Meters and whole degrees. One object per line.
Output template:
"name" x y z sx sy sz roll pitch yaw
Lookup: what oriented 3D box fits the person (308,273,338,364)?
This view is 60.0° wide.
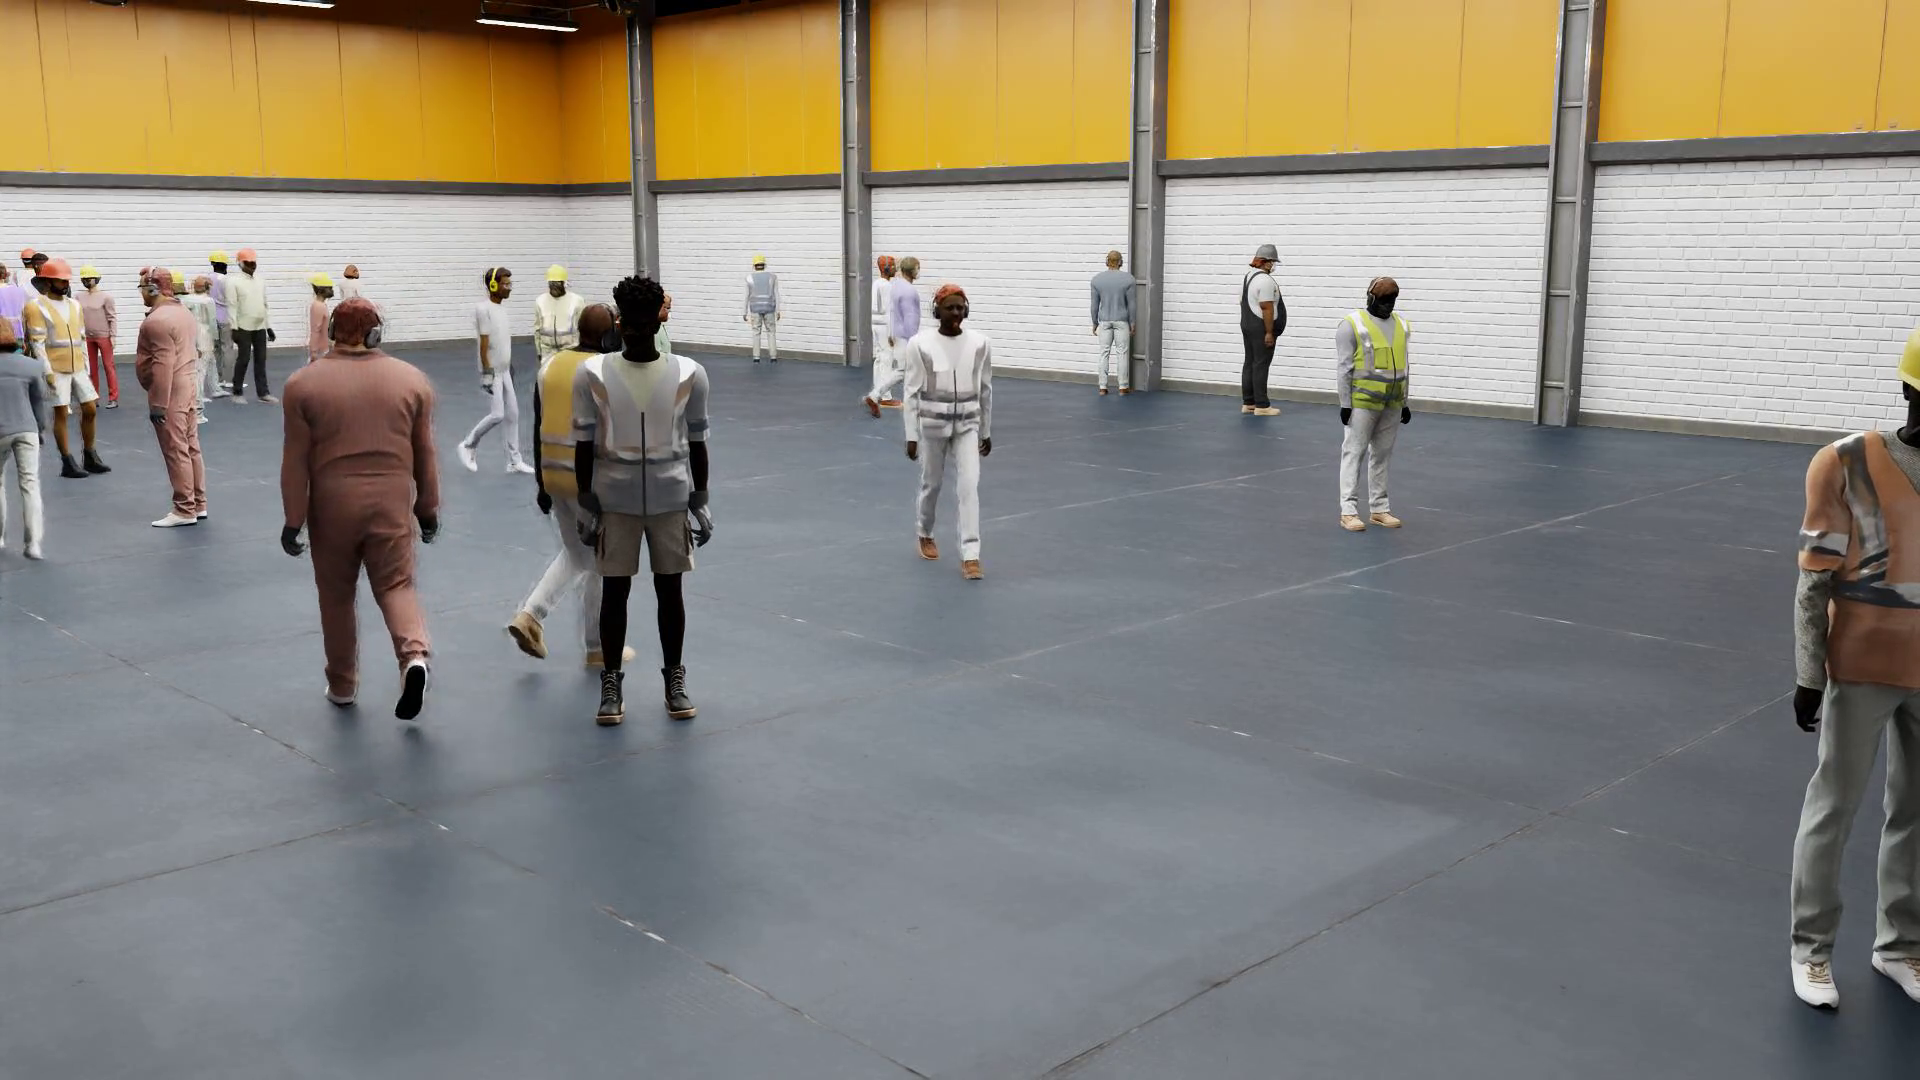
"person" -7.117 -2.124 18.612 0.936 1.710 0.534 -4 11 -21

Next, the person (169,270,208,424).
"person" -8.836 -2.177 18.827 0.483 1.745 0.306 -3 11 -15

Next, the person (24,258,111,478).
"person" -7.885 -1.507 14.664 0.423 1.932 0.565 5 11 25

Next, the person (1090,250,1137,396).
"person" 2.051 -2.890 22.199 0.628 1.935 0.373 3 11 17

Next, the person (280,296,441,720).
"person" -2.626 -0.135 7.347 0.685 1.872 0.829 -7 12 -33

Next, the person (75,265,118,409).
"person" -10.656 -2.497 20.508 0.523 1.769 0.321 1 10 6

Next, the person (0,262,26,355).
"person" -10.986 -2.284 19.128 0.390 1.846 0.564 4 11 19

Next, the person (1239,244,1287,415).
"person" 3.628 -2.516 19.865 0.536 2.000 0.681 -2 11 -12

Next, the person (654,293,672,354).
"person" -2.660 -1.370 14.731 0.289 1.633 0.497 -1 10 -7

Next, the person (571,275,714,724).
"person" -1.390 -0.173 7.302 0.601 1.961 0.372 -3 11 -14

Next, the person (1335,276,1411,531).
"person" 3.024 -0.989 12.101 0.622 1.838 0.429 -5 11 -23

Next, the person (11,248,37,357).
"person" -14.520 -3.598 26.073 0.545 1.929 0.388 0 10 2

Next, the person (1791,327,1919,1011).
"person" 2.593 0.352 4.564 0.585 1.917 0.382 0 10 2

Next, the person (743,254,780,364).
"person" -3.283 -3.817 27.540 0.604 1.829 0.403 -2 11 -10

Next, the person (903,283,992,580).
"person" -0.088 -0.720 10.647 0.595 1.842 0.979 -2 11 -13

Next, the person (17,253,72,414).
"person" -10.891 -2.452 19.846 0.587 1.920 0.391 -5 11 -24

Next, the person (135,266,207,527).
"person" -5.831 -1.050 12.242 0.402 1.904 0.652 -1 10 -7

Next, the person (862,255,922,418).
"person" -0.666 -2.335 19.252 0.902 1.911 0.641 -1 10 -4

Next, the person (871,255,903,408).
"person" -0.921 -2.584 20.662 0.343 1.882 0.585 -3 11 -18

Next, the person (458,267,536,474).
"person" -4.129 -1.489 14.776 0.639 1.851 0.575 2 11 12

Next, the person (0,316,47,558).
"person" -6.381 -0.693 11.122 0.509 1.590 0.838 -10 14 -42

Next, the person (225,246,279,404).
"person" -9.004 -2.719 21.129 0.389 2.002 0.615 5 11 24

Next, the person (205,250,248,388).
"person" -10.330 -3.088 23.290 0.585 1.928 0.365 6 12 30

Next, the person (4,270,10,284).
"person" -14.681 -3.339 25.476 0.394 1.615 0.542 -4 11 -19

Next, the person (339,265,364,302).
"person" -10.468 -3.927 28.683 0.502 1.629 0.284 5 11 23

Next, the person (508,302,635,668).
"person" -1.849 -0.243 8.115 0.639 1.817 0.559 9 14 40

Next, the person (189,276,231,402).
"person" -9.707 -2.587 21.463 0.565 1.596 0.798 7 12 33

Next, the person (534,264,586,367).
"person" -4.365 -2.101 18.222 0.597 1.819 0.467 0 10 2
